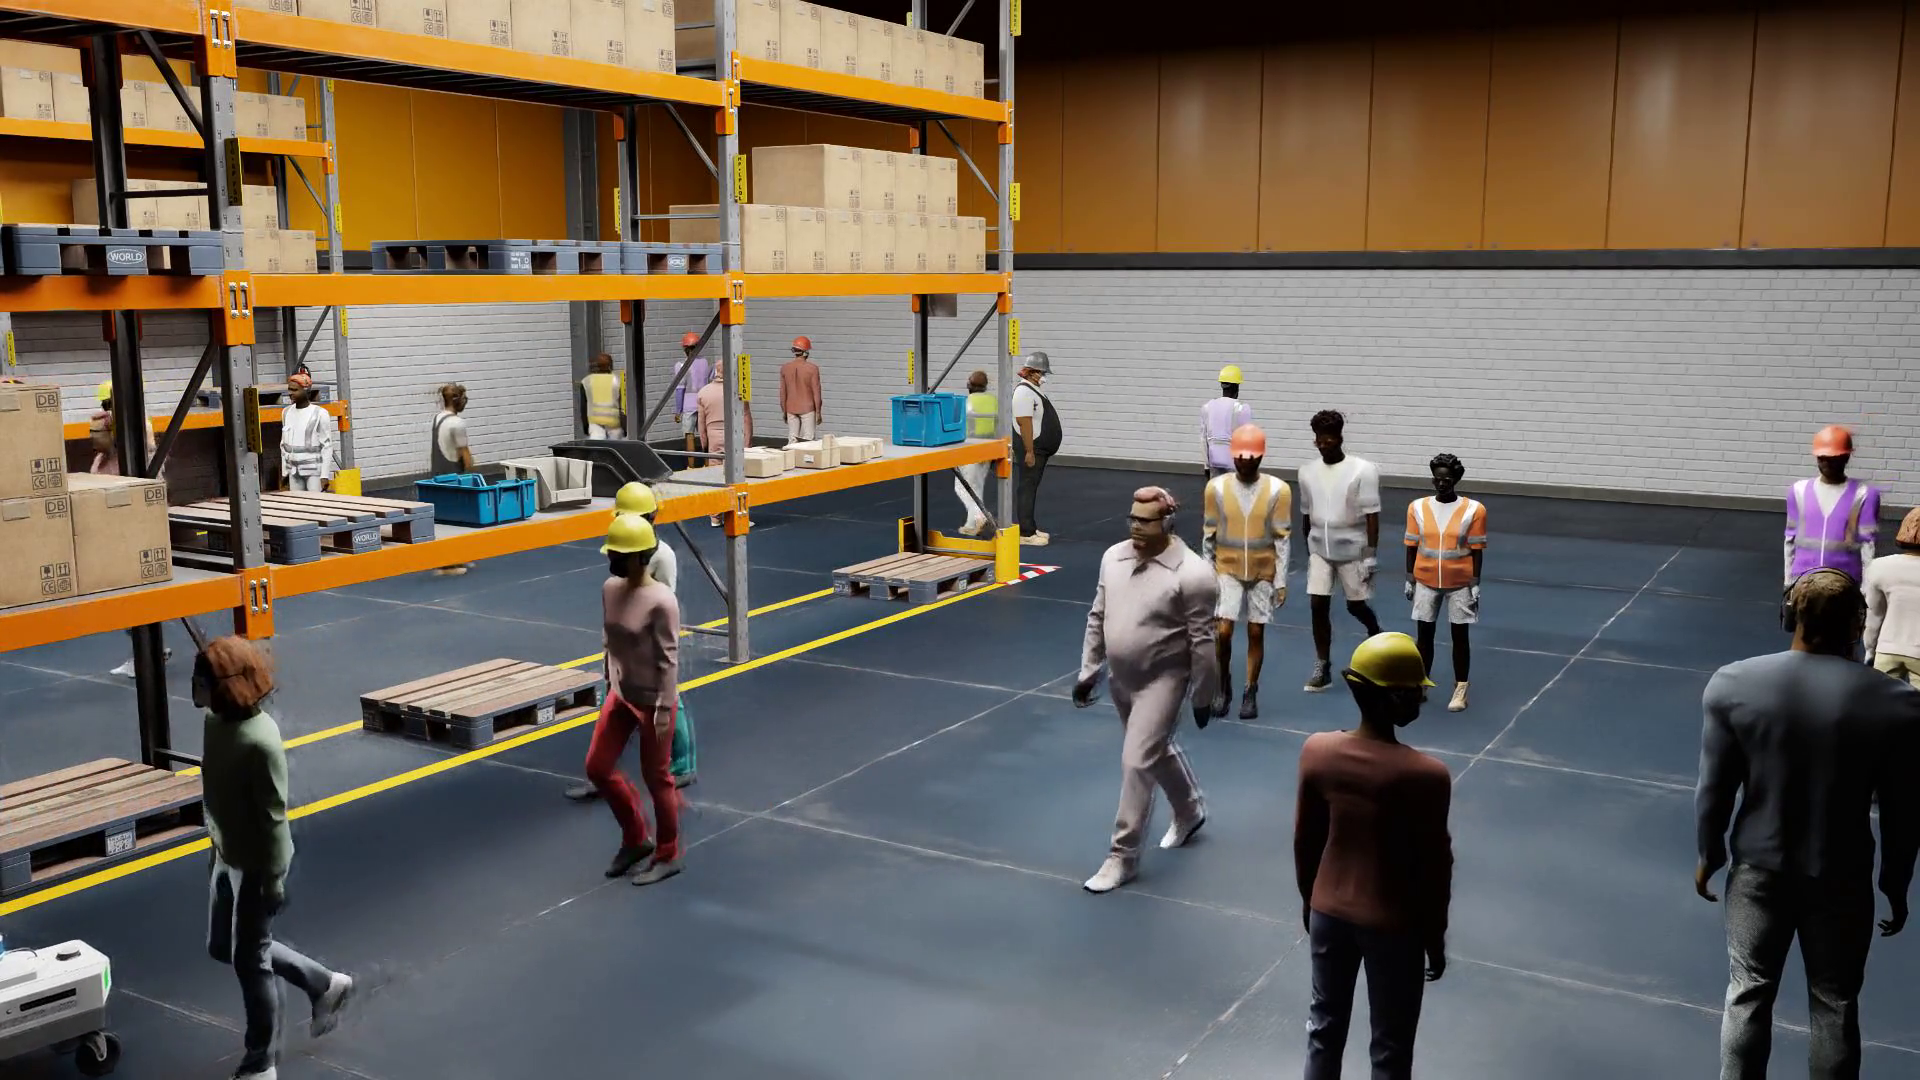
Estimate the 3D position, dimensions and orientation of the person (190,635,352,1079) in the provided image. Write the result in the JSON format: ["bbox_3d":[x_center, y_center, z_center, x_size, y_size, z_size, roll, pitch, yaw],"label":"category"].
[{"bbox_3d":[-2.420,1.110,5.777,0.501,1.619,0.512,-9,13,-43],"label":"person"}]

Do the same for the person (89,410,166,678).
[{"bbox_3d":[-5.895,0.034,11.676,0.448,1.893,0.642,-9,13,-44],"label":"person"}]

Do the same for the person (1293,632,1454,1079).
[{"bbox_3d":[1.261,1.152,5.093,0.329,1.765,0.526,-9,13,-43],"label":"person"}]

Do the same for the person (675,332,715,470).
[{"bbox_3d":[-3.634,-1.815,22.728,0.607,2.048,0.365,-8,12,-41],"label":"person"}]

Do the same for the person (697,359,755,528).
[{"bbox_3d":[-2.593,-1.074,18.556,0.639,1.904,0.407,3,9,16],"label":"person"}]

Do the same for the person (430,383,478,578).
[{"bbox_3d":[-4.697,-0.559,15.590,0.592,1.819,0.503,-7,11,-37],"label":"person"}]

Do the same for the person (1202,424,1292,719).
[{"bbox_3d":[1.807,0.213,10.516,0.551,1.909,0.527,2,9,11],"label":"person"}]

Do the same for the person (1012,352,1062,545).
[{"bbox_3d":[0.806,-0.976,17.513,0.536,2.000,0.676,1,9,7],"label":"person"}]

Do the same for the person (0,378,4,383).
[{"bbox_3d":[-8.862,-0.613,15.660,0.555,1.920,0.696,4,10,26],"label":"person"}]

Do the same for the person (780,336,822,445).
[{"bbox_3d":[-2.134,-1.753,22.498,0.609,1.996,0.383,4,10,24],"label":"person"}]

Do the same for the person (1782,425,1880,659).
[{"bbox_3d":[5.510,0.211,10.540,0.552,1.908,0.890,7,12,38],"label":"person"}]

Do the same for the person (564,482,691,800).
[{"bbox_3d":[-1.772,0.557,8.883,0.533,1.727,0.814,8,12,41],"label":"person"}]

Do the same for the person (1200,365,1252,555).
[{"bbox_3d":[2.675,-0.776,16.617,0.587,1.928,0.362,8,12,39],"label":"person"}]

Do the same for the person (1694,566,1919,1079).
[{"bbox_3d":[2.655,1.040,5.248,0.636,1.938,0.355,5,10,29],"label":"person"}]

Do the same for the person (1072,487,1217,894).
[{"bbox_3d":[0.914,0.656,7.909,0.996,1.863,0.642,-7,12,-39],"label":"person"}]

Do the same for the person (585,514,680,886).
[{"bbox_3d":[-1.500,0.744,7.673,0.557,1.752,0.448,8,12,41],"label":"person"}]

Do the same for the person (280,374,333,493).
[{"bbox_3d":[-6.271,-0.645,15.938,0.574,1.883,0.355,4,10,22],"label":"person"}]

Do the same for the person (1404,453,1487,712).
[{"bbox_3d":[3.145,0.271,10.826,0.530,1.689,0.322,5,10,28],"label":"person"}]

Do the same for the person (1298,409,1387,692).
[{"bbox_3d":[2.653,0.054,11.441,0.658,1.935,0.814,7,12,38],"label":"person"}]

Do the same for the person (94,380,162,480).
[{"bbox_3d":[-7.659,-0.519,15.199,0.602,1.861,0.996,4,10,22],"label":"person"}]

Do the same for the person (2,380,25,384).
[{"bbox_3d":[-8.706,-0.537,15.339,0.526,1.858,0.315,6,11,33],"label":"person"}]

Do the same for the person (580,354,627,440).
[{"bbox_3d":[-4.656,-1.543,21.837,0.644,1.792,0.949,0,9,-2],"label":"person"}]

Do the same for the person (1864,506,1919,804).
[{"bbox_3d":[5.031,0.628,8.800,0.281,1.625,0.493,-7,11,-36],"label":"person"}]

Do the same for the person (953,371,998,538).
[{"bbox_3d":[0.160,-0.911,17.825,0.651,1.811,0.681,-6,11,-34],"label":"person"}]

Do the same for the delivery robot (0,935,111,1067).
[{"bbox_3d":[-3.335,1.605,5.733,0.477,0.478,0.707,8,12,40],"label":"delivery robot"}]
